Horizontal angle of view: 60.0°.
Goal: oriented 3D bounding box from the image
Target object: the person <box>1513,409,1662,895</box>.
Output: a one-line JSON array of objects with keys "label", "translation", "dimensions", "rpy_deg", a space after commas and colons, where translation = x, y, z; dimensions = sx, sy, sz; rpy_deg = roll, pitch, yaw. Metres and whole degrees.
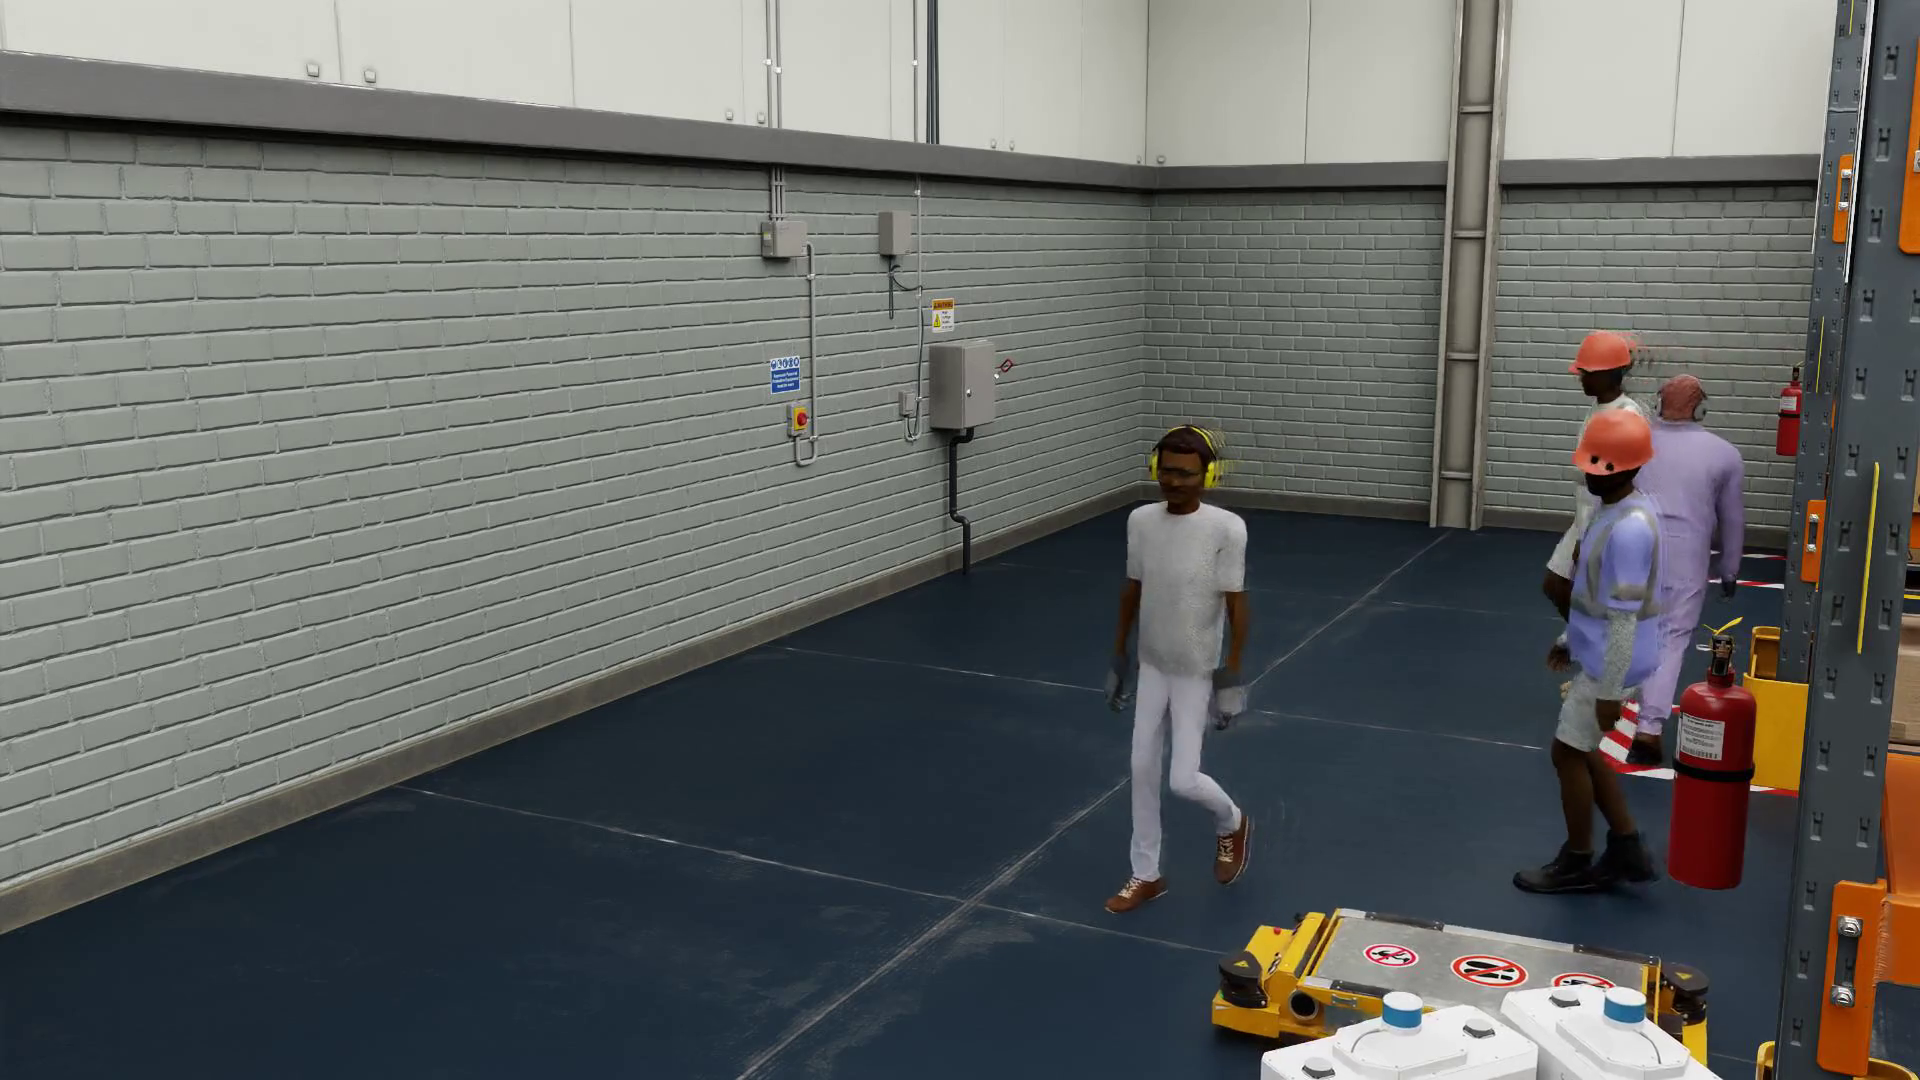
[{"label": "person", "translation": [2.371, 0.442, 6.221], "dimensions": [0.443, 1.893, 0.592], "rpy_deg": [4, 11, 18]}]

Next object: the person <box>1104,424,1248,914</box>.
[{"label": "person", "translation": [0.824, 0.476, 6.200], "dimensions": [0.565, 1.846, 0.547], "rpy_deg": [9, 14, 41]}]

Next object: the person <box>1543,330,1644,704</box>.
[{"label": "person", "translation": [3.356, -0.091, 8.787], "dimensions": [0.473, 2.018, 0.600], "rpy_deg": [0, 10, 0]}]

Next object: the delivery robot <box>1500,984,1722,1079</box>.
[{"label": "delivery robot", "translation": [1.720, 1.413, 4.339], "dimensions": [0.477, 0.478, 0.707], "rpy_deg": [-2, 11, -13]}]

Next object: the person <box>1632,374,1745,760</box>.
[{"label": "person", "translation": [3.466, 0.112, 8.180], "dimensions": [0.652, 1.847, 1.039], "rpy_deg": [7, 13, 34]}]

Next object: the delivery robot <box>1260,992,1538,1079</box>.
[{"label": "delivery robot", "translation": [1.136, 1.417, 4.313], "dimensions": [0.707, 0.478, 0.477], "rpy_deg": [-5, 11, -24]}]

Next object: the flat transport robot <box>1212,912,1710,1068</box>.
[{"label": "flat transport robot", "translation": [1.577, 1.436, 5.244], "dimensions": [1.431, 0.197, 0.652], "rpy_deg": [5, 11, 23]}]
